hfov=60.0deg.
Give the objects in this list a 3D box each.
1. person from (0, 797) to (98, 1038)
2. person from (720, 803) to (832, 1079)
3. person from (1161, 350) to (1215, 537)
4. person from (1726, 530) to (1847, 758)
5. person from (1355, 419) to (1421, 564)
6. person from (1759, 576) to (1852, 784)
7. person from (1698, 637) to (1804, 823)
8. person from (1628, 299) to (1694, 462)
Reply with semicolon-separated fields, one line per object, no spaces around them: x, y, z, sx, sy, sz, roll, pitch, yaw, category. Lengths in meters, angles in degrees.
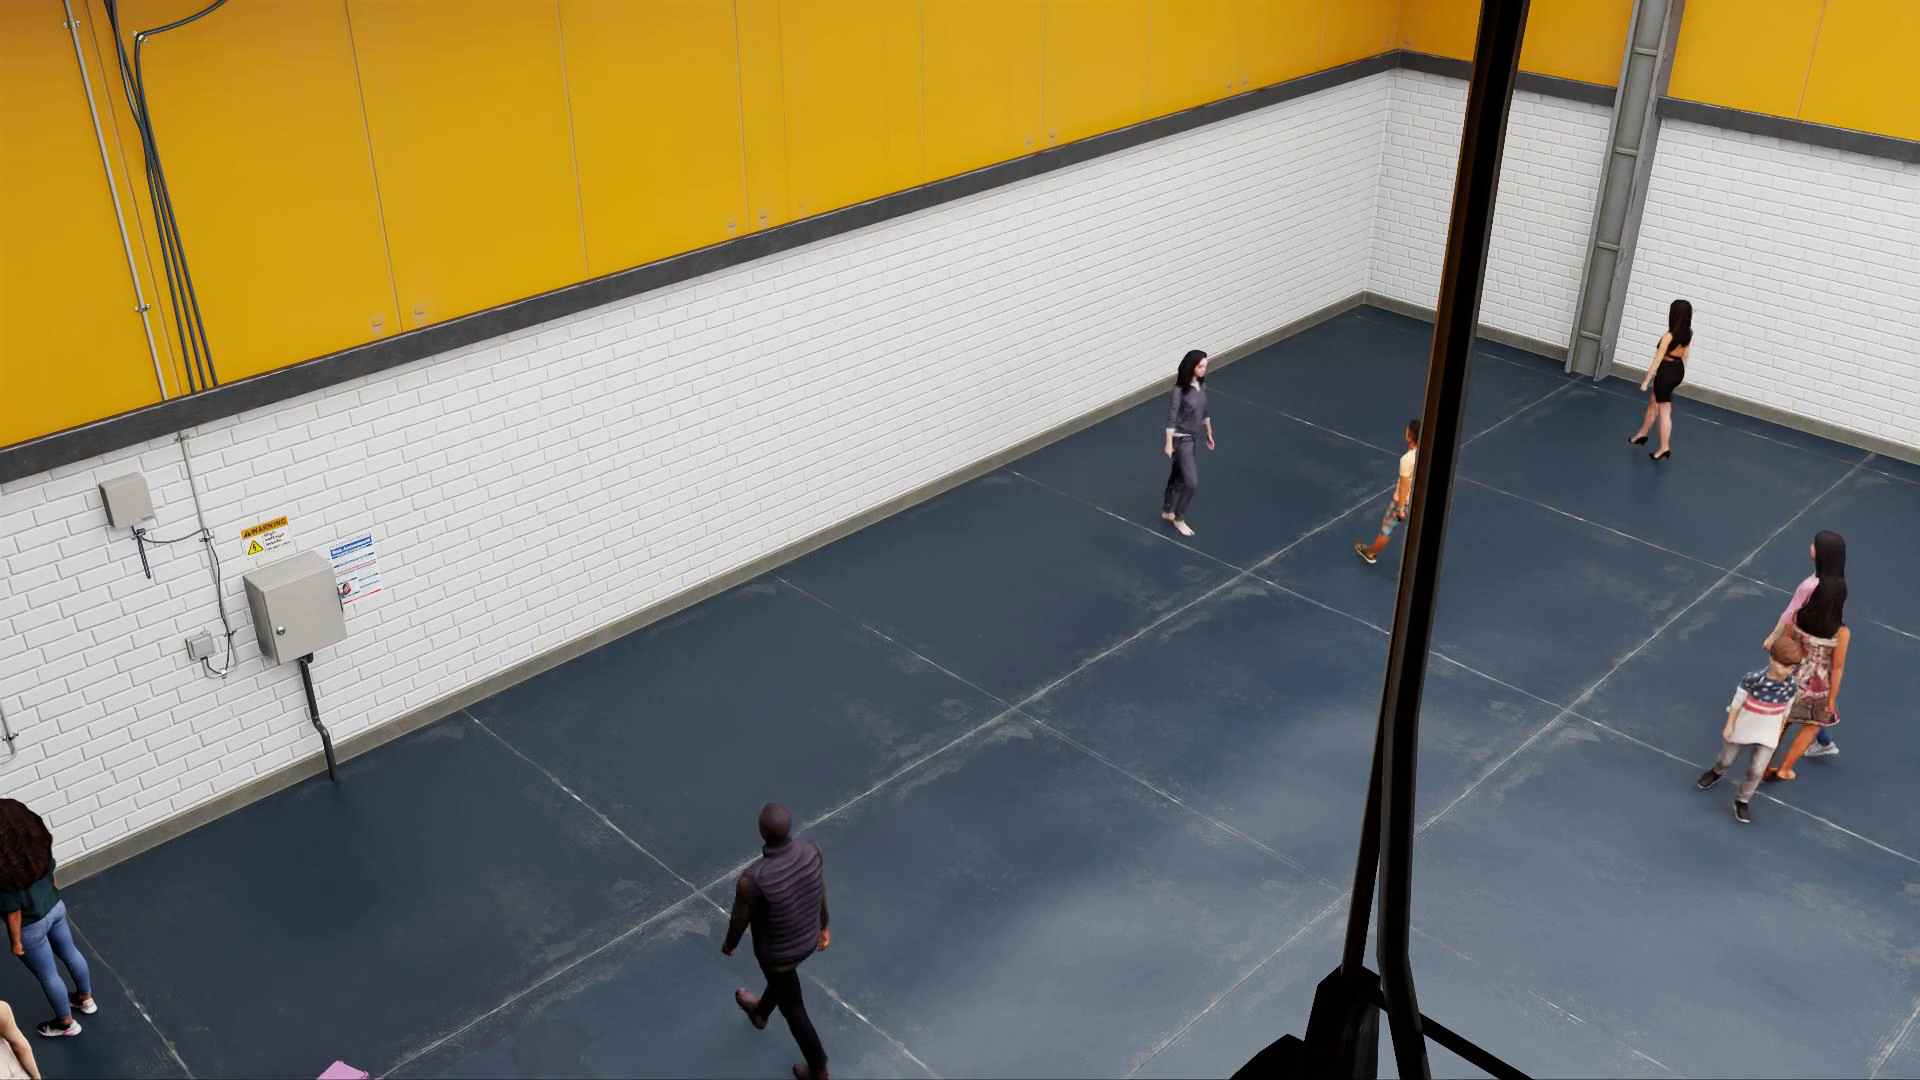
-5.252;2.134;9.451;0.749;1.617;0.710;6;29;10;person
-0.897;2.264;9.031;1.119;1.790;0.752;22;36;35;person
1.932;-0.920;14.916;0.702;1.745;0.655;20;34;32;person
6.083;0.769;11.855;0.631;1.711;1.101;-21;35;-34;person
3.868;-0.302;14.104;0.692;1.437;0.970;-16;32;-27;person
5.778;1.026;11.473;0.772;1.626;0.661;-20;34;-32;person
5.393;1.234;11.304;0.796;1.422;0.811;9;30;16;person
6.927;-1.507;16.108;0.669;1.634;0.804;-18;33;-29;person
